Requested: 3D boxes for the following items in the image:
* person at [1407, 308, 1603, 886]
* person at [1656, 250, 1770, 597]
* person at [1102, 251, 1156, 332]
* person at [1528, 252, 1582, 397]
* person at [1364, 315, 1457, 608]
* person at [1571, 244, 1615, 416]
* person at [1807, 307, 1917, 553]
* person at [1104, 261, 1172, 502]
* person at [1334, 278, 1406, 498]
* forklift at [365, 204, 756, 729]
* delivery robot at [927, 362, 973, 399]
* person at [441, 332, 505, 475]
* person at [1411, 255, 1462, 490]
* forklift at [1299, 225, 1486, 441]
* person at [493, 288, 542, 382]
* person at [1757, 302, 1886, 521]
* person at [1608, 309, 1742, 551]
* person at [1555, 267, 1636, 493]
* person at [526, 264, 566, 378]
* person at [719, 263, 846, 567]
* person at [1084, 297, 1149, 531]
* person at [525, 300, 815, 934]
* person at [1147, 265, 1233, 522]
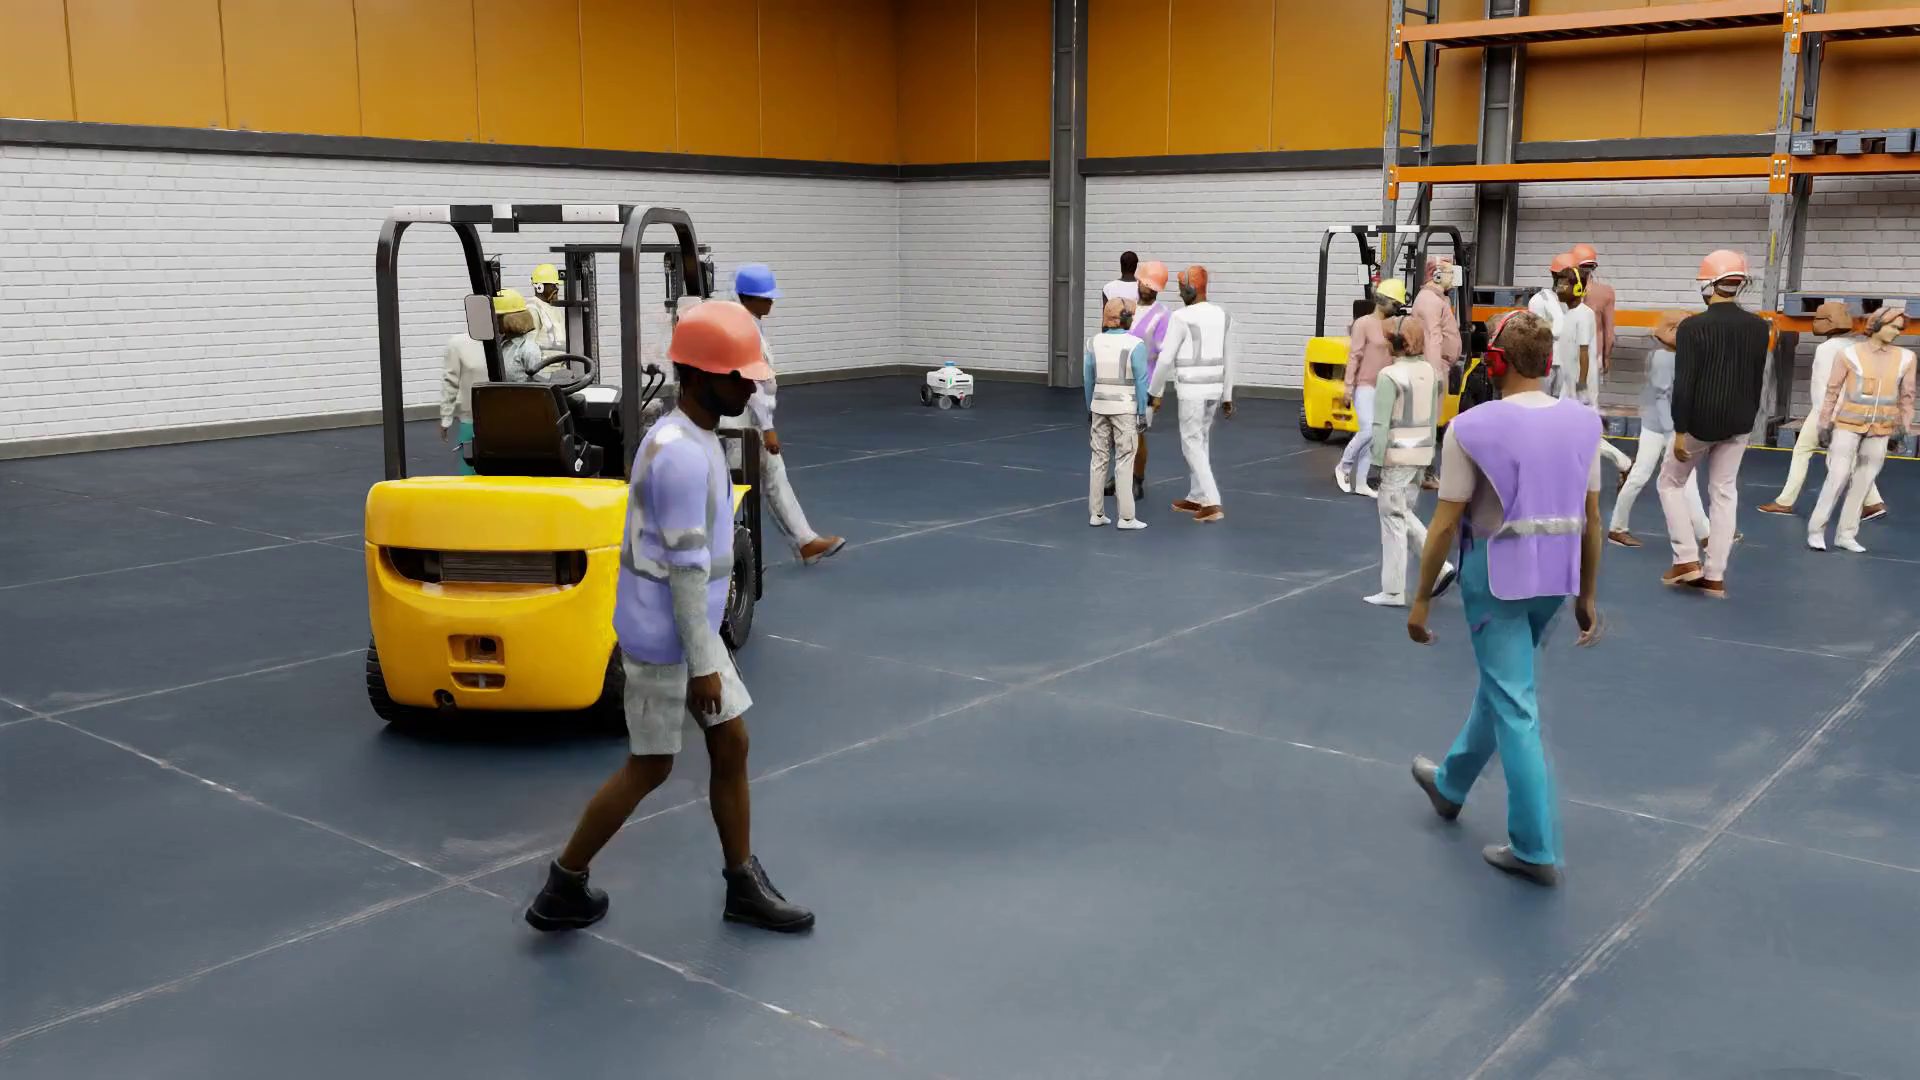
[{"bbox_3d":[1.729,0.152,5.487,0.594,1.804,0.907,-4,11,-23],"label":"person"},{"bbox_3d":[4.311,-0.667,9.564,0.634,1.972,0.516,-2,10,-9],"label":"person"},{"bbox_3d":[1.782,-2.083,17.579,0.591,1.918,0.383,-2,10,-9],"label":"person"},{"bbox_3d":[5.369,-1.617,14.988,0.546,1.925,0.406,-4,11,-19],"label":"person"},{"bbox_3d":[2.465,-0.419,9.163,0.412,1.629,0.517,10,14,43],"label":"person"},{"bbox_3d":[5.708,-1.724,15.370,0.615,1.997,0.373,2,10,10],"label":"person"},{"bbox_3d":[5.874,-0.706,10.803,0.545,1.612,0.351,1,10,7],"label":"person"},{"bbox_3d":[1.374,-1.221,12.925,0.376,1.872,0.670,-9,14,-42],"label":"person"},{"bbox_3d":[3.269,-1.190,13.126,0.556,1.734,0.400,-8,13,-36],"label":"person"},{"bbox_3d":[-1.766,-0.406,7.525,1.214,2.155,2.313,1,10,7],"label":"forklift"},{"bbox_3d":[-0.124,-1.928,20.241,0.477,0.478,0.707,-5,11,-26],"label":"delivery robot"},{"bbox_3d":[-3.043,-0.743,10.711,0.602,1.723,0.401,-2,10,-10],"label":"person"},{"bbox_3d":[3.906,-1.375,13.683,0.410,1.912,0.643,2,10,10],"label":"person"},{"bbox_3d":[4.449,-2.115,16.993,1.214,2.155,2.313,8,13,38],"label":"forklift"},{"bbox_3d":[-2.782,-0.697,10.392,0.486,1.742,0.300,10,14,44],"label":"person"},{"bbox_3d":[6.373,-0.936,12.120,0.518,1.593,0.855,-8,13,-38],"label":"person"},{"bbox_3d":[4.663,-0.704,10.839,0.855,1.581,0.527,10,14,43],"label":"person"},{"bbox_3d":[4.936,-1.218,13.041,0.774,1.841,0.504,1,10,6],"label":"person"},{"bbox_3d":[-3.716,-1.562,14.968,0.403,1.824,0.593,1,10,7],"label":"person"},{"bbox_3d":[-1.227,-0.721,10.106,0.987,1.889,0.623,0,10,0],"label":"person"},{"bbox_3d":[1.100,-0.885,11.725,0.523,1.636,0.310,9,14,41],"label":"person"},{"bbox_3d":[-0.881,0.252,4.789,0.829,1.884,0.553,1,10,3],"label":"person"},{"bbox_3d":[1.732,-1.054,12.069,0.584,1.861,0.671,-8,13,-39],"label":"person"}]
